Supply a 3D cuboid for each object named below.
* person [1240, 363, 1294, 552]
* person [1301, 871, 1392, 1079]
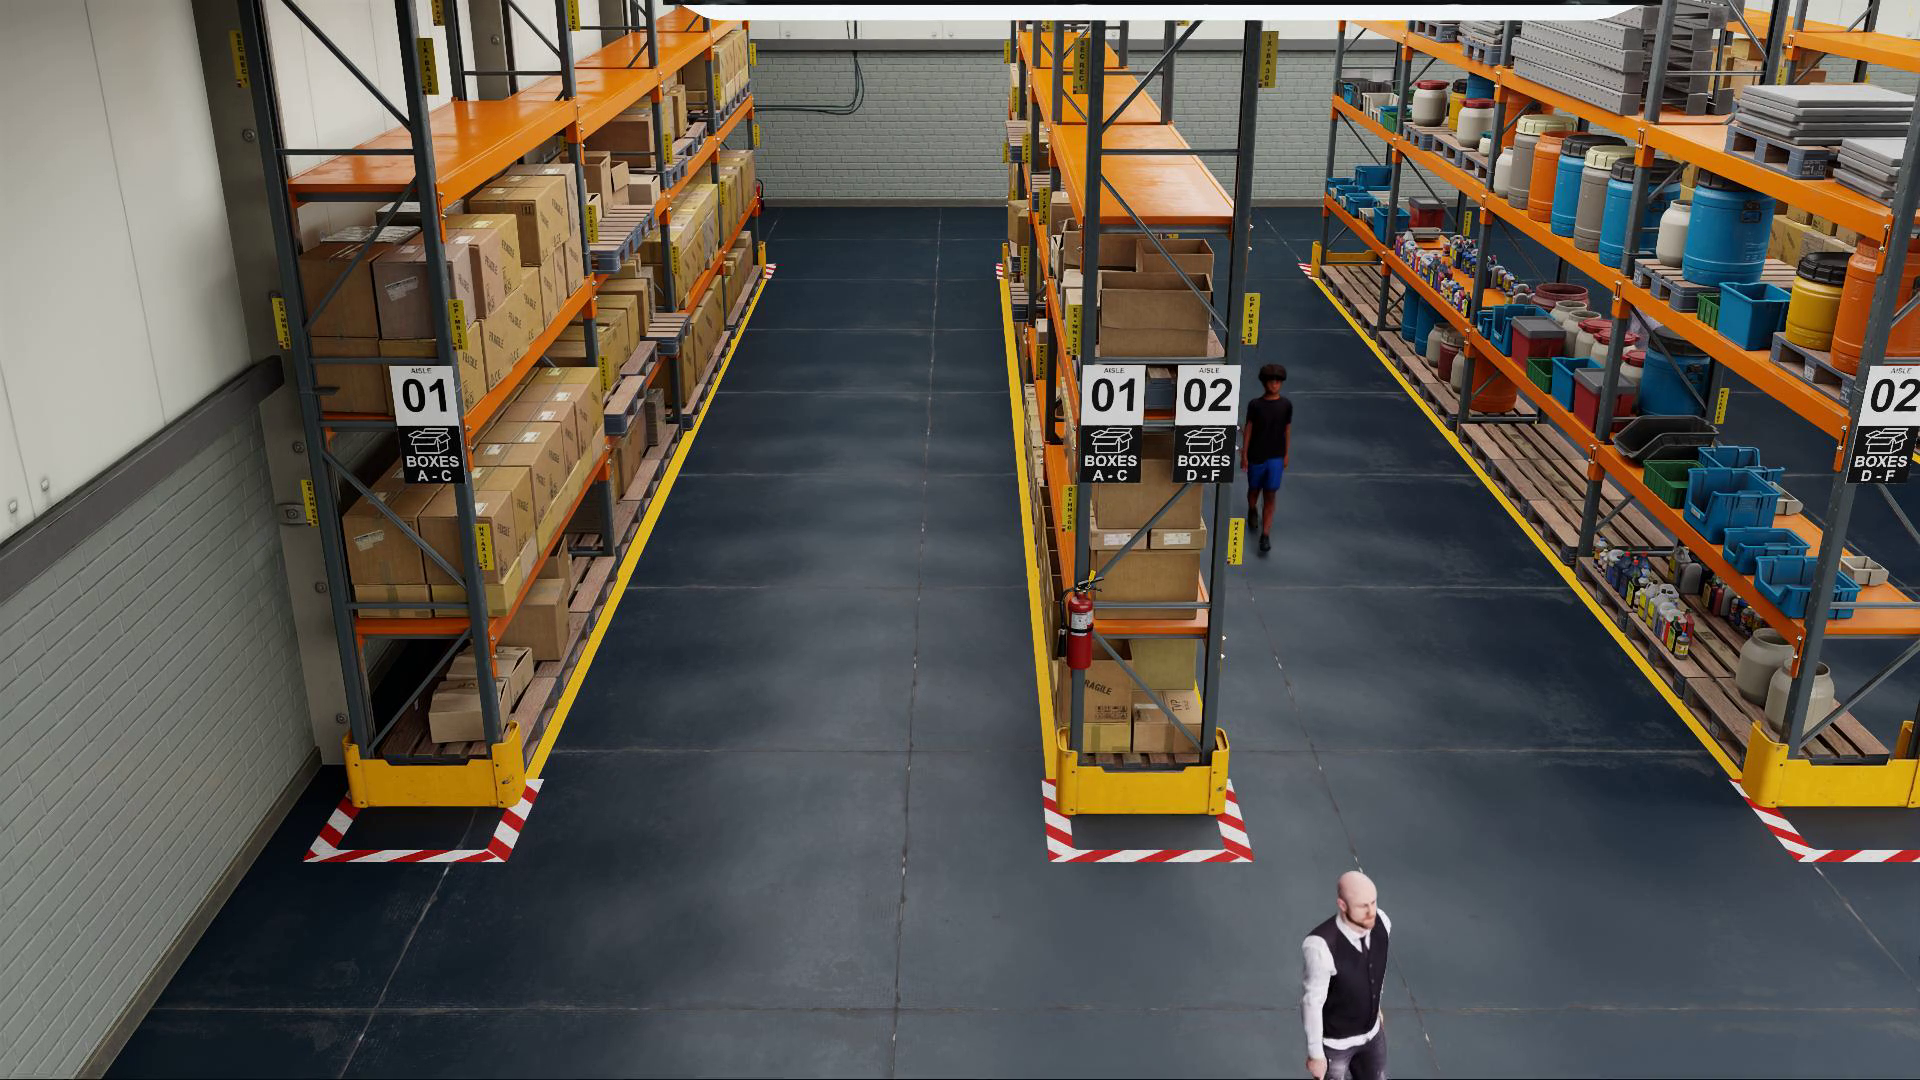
[{"bbox_3d":[2.907,-0.838,15.908,0.682,1.767,1.171,2,22,5],"label":"person"},{"bbox_3d":[1.817,2.355,8.036,0.872,1.816,0.911,-16,27,-34],"label":"person"}]
